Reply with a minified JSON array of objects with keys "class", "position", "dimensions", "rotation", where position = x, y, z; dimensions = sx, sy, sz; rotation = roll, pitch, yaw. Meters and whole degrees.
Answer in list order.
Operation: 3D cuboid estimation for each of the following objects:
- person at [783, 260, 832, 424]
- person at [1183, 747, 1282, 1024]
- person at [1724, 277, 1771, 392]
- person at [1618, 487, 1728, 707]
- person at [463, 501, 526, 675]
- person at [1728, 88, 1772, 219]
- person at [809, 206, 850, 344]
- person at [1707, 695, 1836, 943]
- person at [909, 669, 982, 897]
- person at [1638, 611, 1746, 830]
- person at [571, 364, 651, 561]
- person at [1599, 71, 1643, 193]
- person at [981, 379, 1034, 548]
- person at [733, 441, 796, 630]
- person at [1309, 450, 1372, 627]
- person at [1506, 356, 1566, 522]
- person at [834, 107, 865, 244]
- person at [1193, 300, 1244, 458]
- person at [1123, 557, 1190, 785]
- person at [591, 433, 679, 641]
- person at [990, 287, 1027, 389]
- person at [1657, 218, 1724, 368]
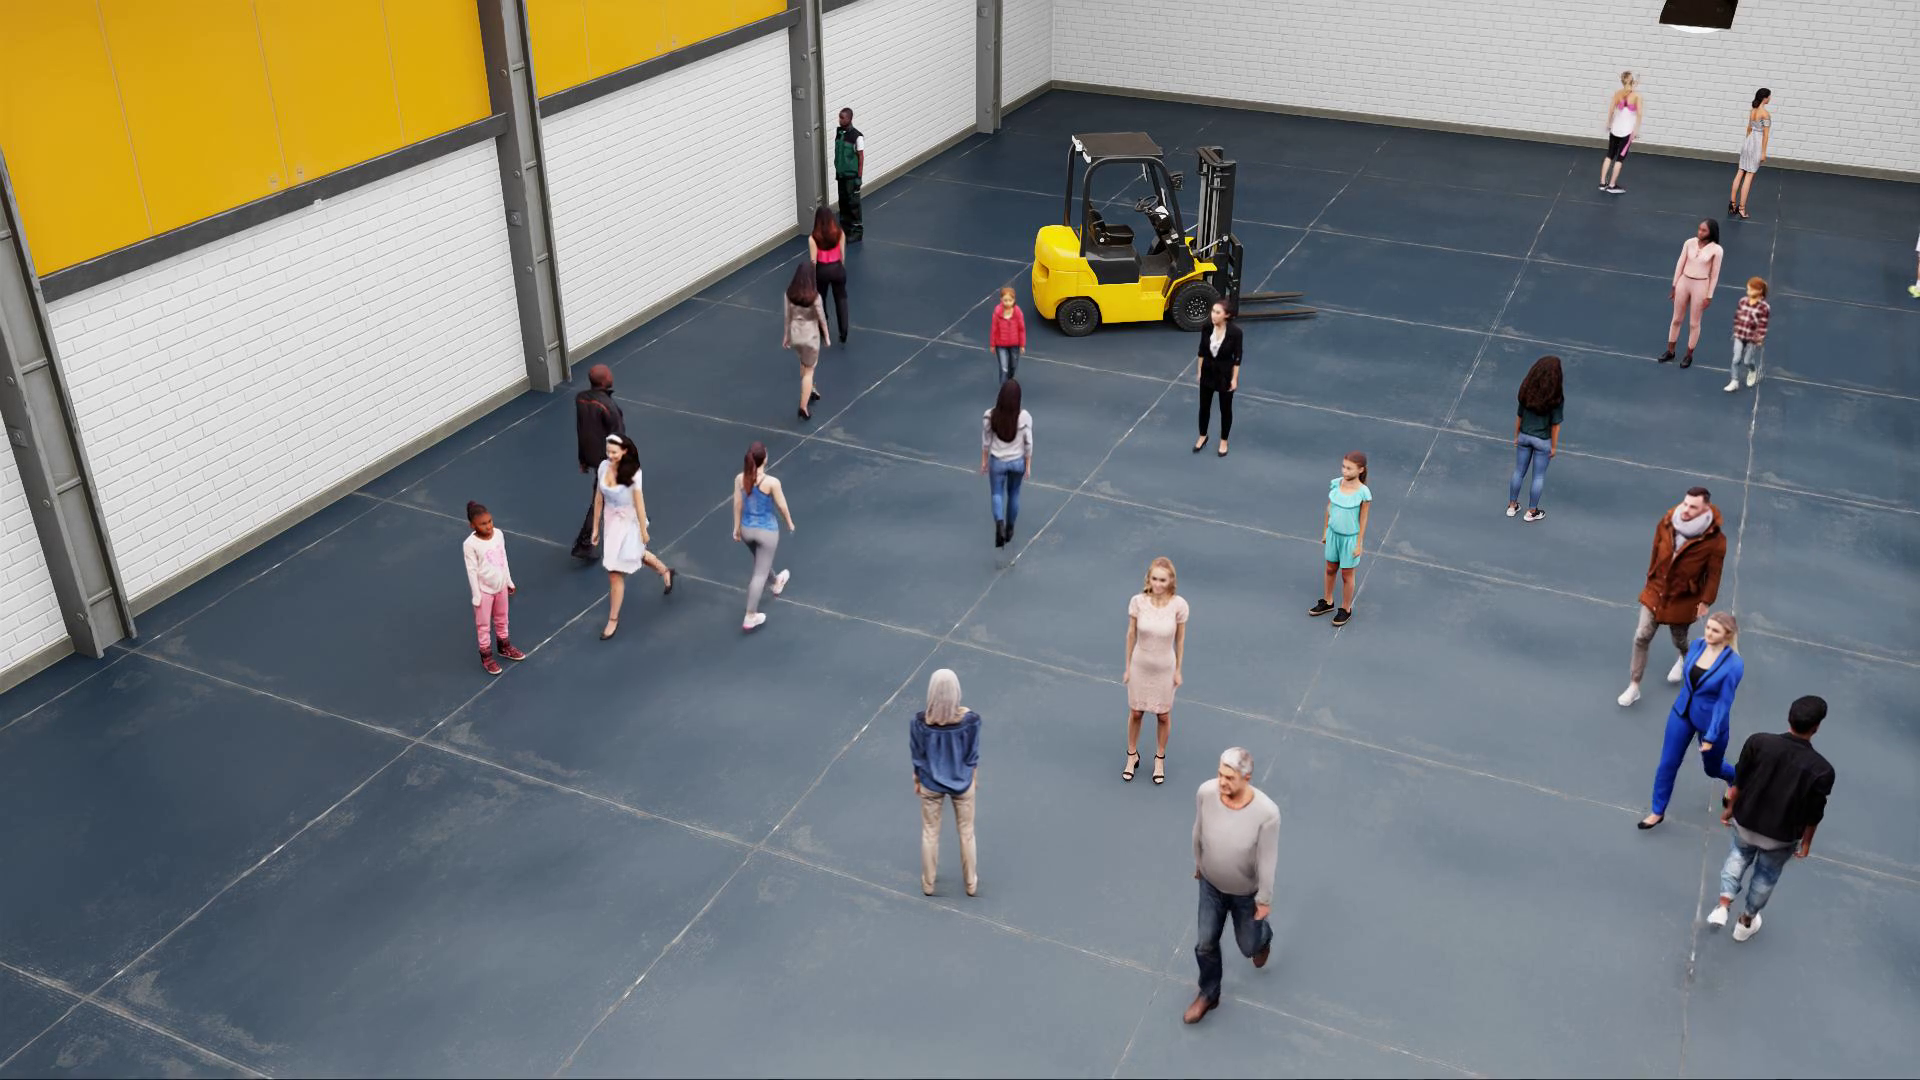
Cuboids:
[{"class":"person","position":[-1.648,-2.037,17.369],"dimensions":[0.613,1.718,0.861],"rotation":[12,31,20]},{"class":"person","position":[1.653,1.983,9.818],"dimensions":[0.847,1.892,1.091],"rotation":[20,34,32]},{"class":"person","position":[8.665,-2.260,18.223],"dimensions":[0.773,1.292,0.680],"rotation":[-22,36,-35]},{"class":"person","position":[5.533,0.407,12.795],"dimensions":[0.961,1.808,1.220],"rotation":[25,37,38]},{"class":"person","position":[-3.765,0.351,13.280],"dimensions":[0.643,1.441,0.492],"rotation":[19,34,31]},{"class":"person","position":[11.238,-5.506,23.619],"dimensions":[0.741,1.822,0.654],"rotation":[-5,29,-10]},{"class":"person","position":[-1.490,-3.063,19.329],"dimensions":[0.904,1.643,0.997],"rotation":[-8,30,-14]},{"class":"person","position":[4.973,1.776,10.297],"dimensions":[0.812,1.796,0.824],"rotation":[25,37,37]},{"class":"person","position":[-0.084,1.579,10.764],"dimensions":[0.702,1.695,0.706],"rotation":[0,29,0]},{"class":"person","position":[5.154,1.241,11.406],"dimensions":[1.165,1.673,1.003],"rotation":[-15,32,-25]},{"class":"person","position":[-3.230,-0.675,14.793],"dimensions":[0.901,1.795,1.315],"rotation":[21,35,33]},{"class":"person","position":[9.810,-6.045,24.665],"dimensions":[0.659,1.768,0.706],"rotation":[-16,33,-27]},{"class":"person","position":[0.418,-0.643,14.923],"dimensions":[0.808,1.613,0.954],"rotation":[1,29,2]},{"class":"person","position":[-1.700,-0.005,13.807],"dimensions":[0.575,1.562,1.046],"rotation":[13,31,22]},{"class":"person","position":[3.205,-0.035,13.866],"dimensions":[0.644,1.558,0.626],"rotation":[-24,37,-36]},{"class":"person","position":[5.361,-0.953,15.487],"dimensions":[0.675,1.616,0.689],"rotation":[24,37,37]},{"class":"person","position":[-1.507,-4.981,22.638],"dimensions":[0.749,1.840,0.771],"rotation":[-24,37,-36]},{"class":"person","position":[2.599,-1.641,16.704],"dimensions":[0.612,1.659,0.561],"rotation":[15,32,26]},{"class":"person","position":[1.380,0.922,11.828],"dimensions":[0.612,1.829,0.563],"rotation":[7,29,12]},{"class":"person","position":[-2.711,-0.094,13.753],"dimensions":[0.734,1.770,1.240],"rotation":[18,33,30]},{"class":"person","position":[0.515,-2.126,17.972],"dimensions":[0.796,1.297,0.958],"rotation":[-3,29,-5]},{"class":"person","position":[8.282,-2.808,18.778],"dimensions":[0.655,1.722,0.685],"rotation":[-25,37,-37]}]
